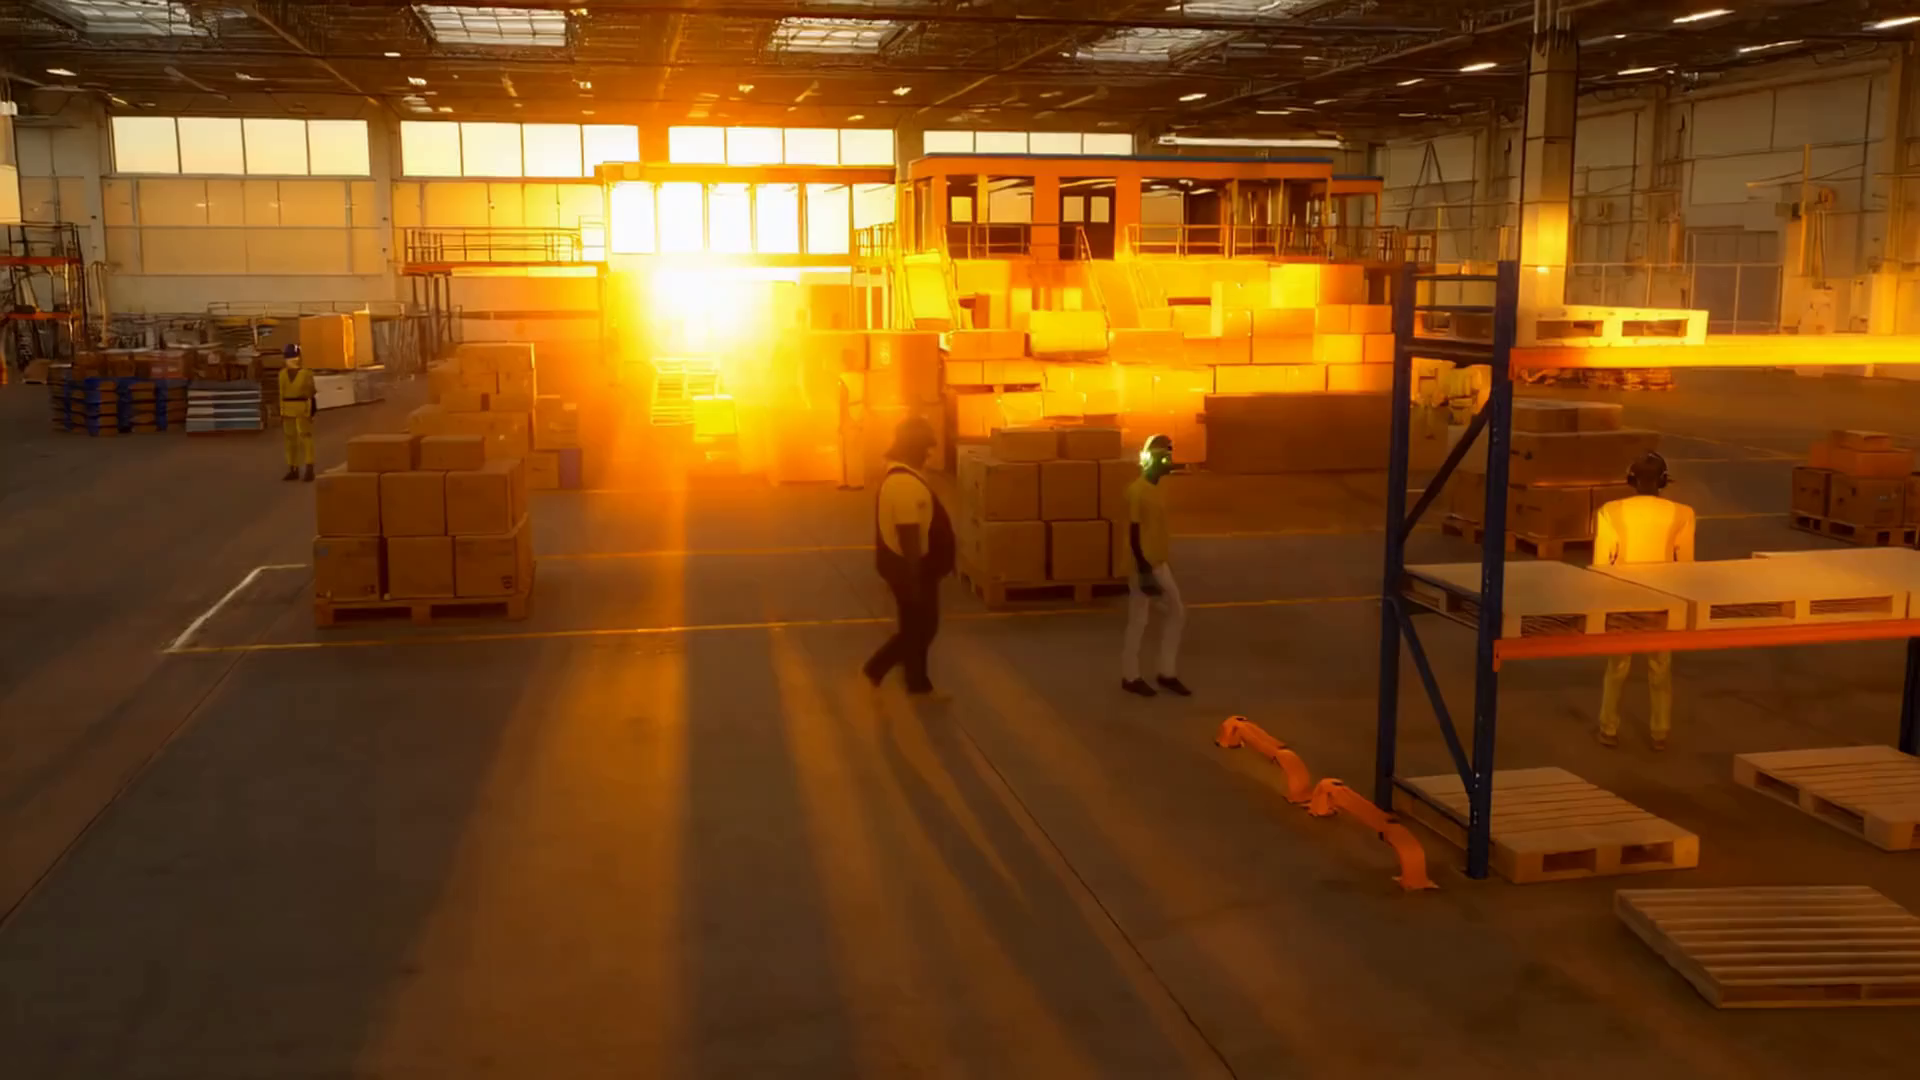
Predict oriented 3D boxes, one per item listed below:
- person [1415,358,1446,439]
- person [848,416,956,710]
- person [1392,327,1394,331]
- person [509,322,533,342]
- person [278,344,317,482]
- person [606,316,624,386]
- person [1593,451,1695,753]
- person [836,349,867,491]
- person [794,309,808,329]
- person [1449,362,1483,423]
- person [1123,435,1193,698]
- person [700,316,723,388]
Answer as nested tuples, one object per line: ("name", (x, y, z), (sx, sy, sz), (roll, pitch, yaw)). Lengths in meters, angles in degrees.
("person", (8.292, -2.645, 29.270), (0.505, 1.718, 0.661), (5, 11, 29))
("person", (-0.366, 0.165, 11.170), (0.671, 2.000, 0.695), (-1, 9, -7))
("person", (11.009, -4.765, 41.908), (1.005, 1.826, 0.642), (6, 11, 32))
("person", (-9.201, -3.642, 34.922), (0.514, 1.864, 0.332), (-4, 10, -22))
("person", (-9.296, -1.777, 23.330), (0.547, 1.934, 0.376), (1, 9, 7))
("person", (-8.758, -4.801, 42.275), (0.319, 1.767, 0.534), (7, 12, 37))
("person", (4.227, 0.387, 10.338), (0.574, 1.876, 0.356), (3, 10, 16))
("person", (-1.458, -1.612, 22.379), (0.371, 1.915, 0.595), (4, 10, 23))
("person", (-4.024, -4.877, 42.131), (0.362, 1.963, 0.613), (-4, 10, -21))
("person", (7.382, -1.894, 24.413), (0.449, 1.823, 0.642), (-2, 10, -15))
("person", (1.381, 0.202, 11.530), (0.501, 1.853, 0.644), (-8, 12, -40))
("person", (-6.193, -4.664, 41.350), (0.523, 1.804, 0.951), (-8, 12, -40))
